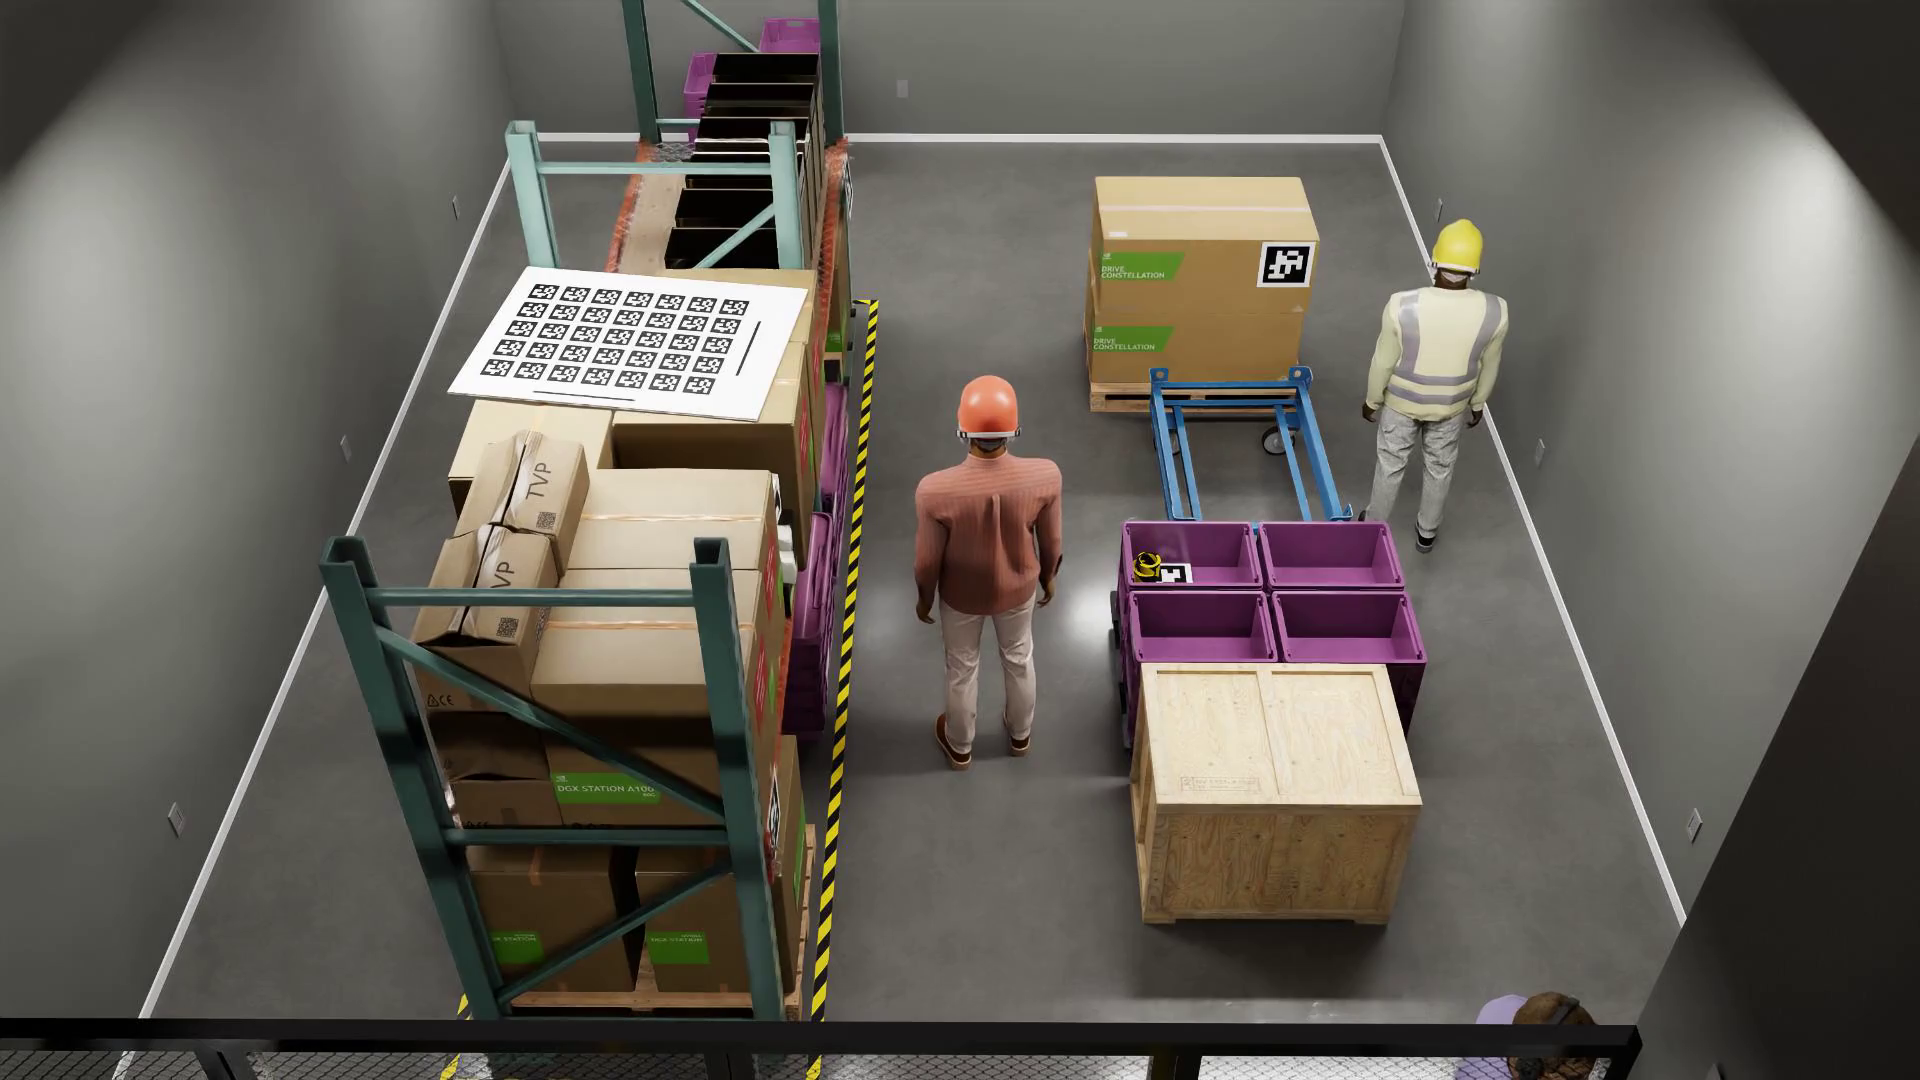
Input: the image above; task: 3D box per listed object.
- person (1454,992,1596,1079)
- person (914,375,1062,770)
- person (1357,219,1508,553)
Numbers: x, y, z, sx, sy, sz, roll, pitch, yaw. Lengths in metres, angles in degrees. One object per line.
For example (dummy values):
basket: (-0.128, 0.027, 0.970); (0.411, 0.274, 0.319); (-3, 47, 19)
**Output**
person: (1.533, 1.935, 4.909); (0.371, 1.938, 0.627); (11, 43, 13)
person: (0.110, 0.168, 6.880); (0.622, 1.993, 0.382); (-10, 42, -11)
person: (2.243, -0.706, 7.998); (0.599, 1.830, 0.404); (2, 41, 2)
